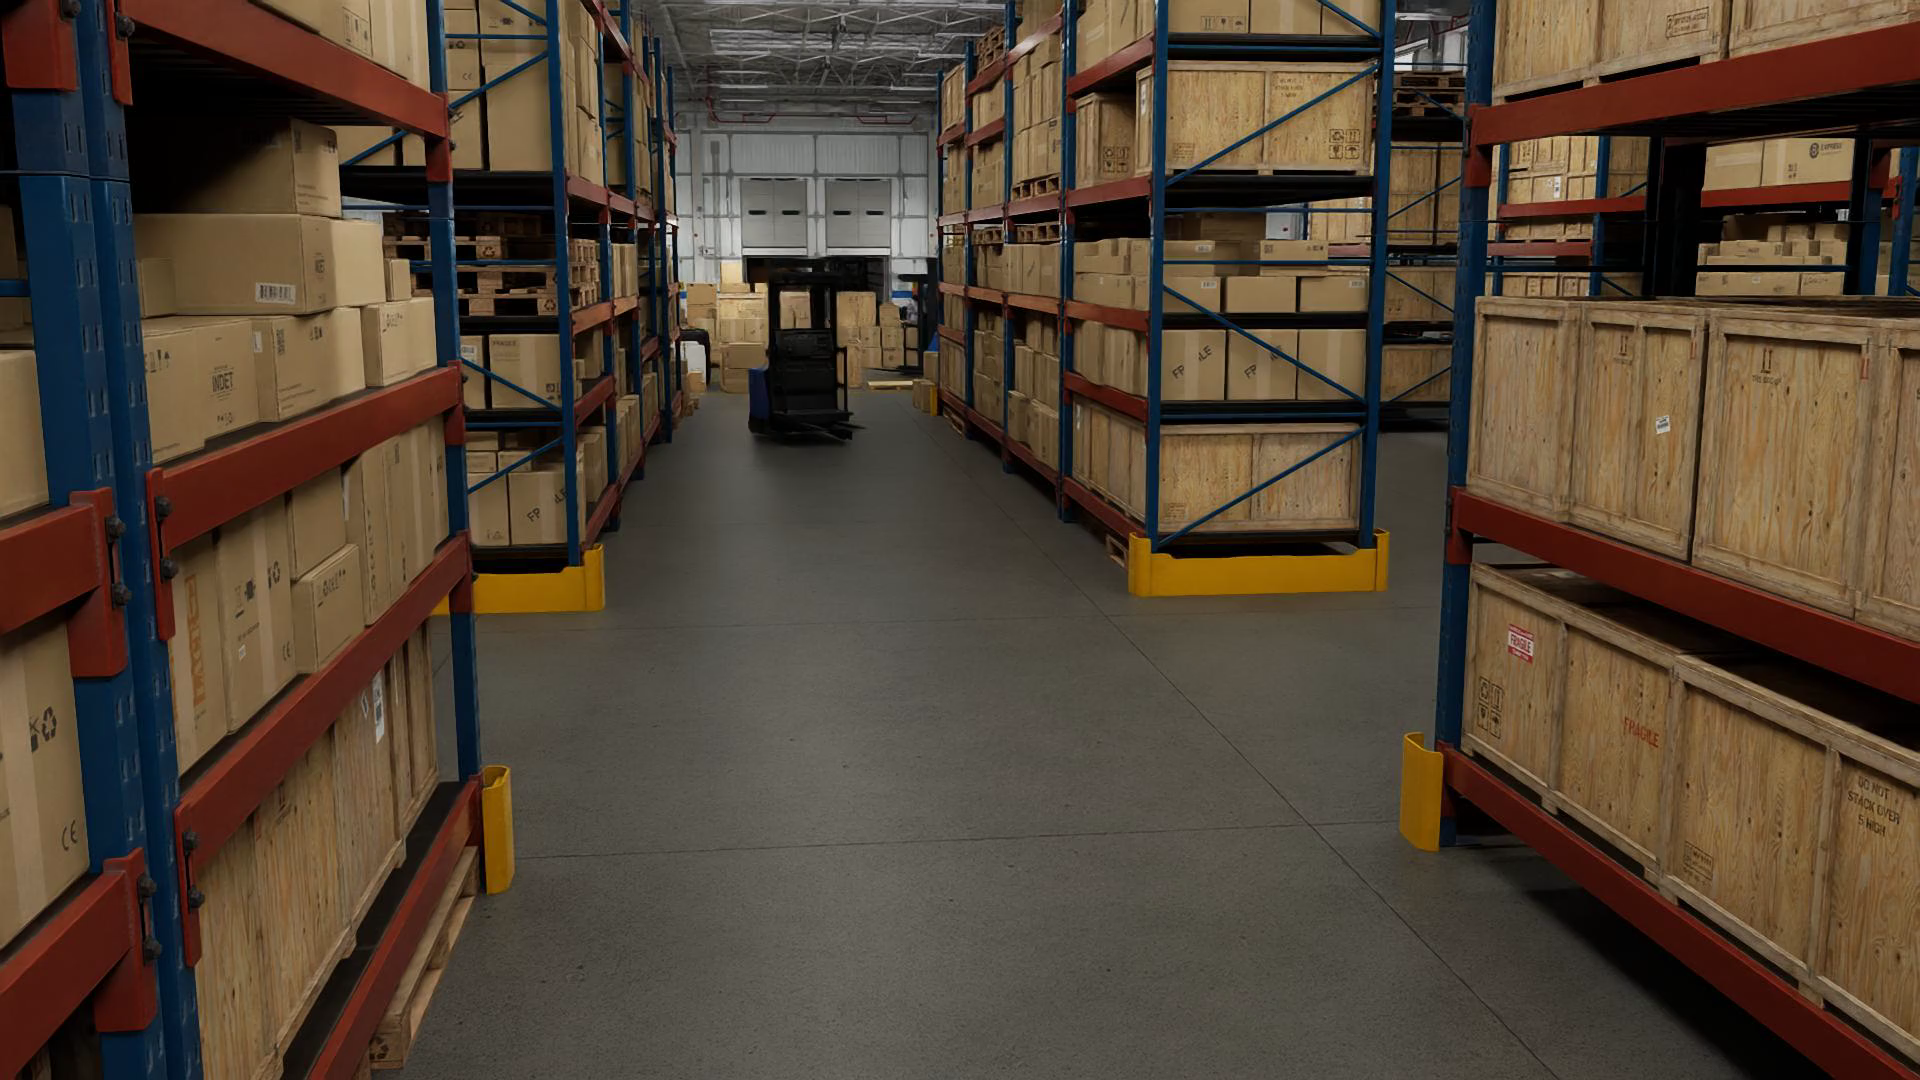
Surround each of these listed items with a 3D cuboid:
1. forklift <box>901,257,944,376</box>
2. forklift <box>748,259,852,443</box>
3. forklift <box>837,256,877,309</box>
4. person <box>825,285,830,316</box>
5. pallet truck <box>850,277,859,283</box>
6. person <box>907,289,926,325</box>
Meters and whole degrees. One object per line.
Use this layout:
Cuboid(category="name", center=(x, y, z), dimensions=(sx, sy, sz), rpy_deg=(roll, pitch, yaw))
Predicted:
Cuboid(category="forklift", center=(-0.345, -5.250, 39.129), dimensions=(1.873, 2.768, 1.129), rpy_deg=(9, 13, 41))
Cuboid(category="forklift", center=(-2.577, -3.015, 26.118), dimensions=(1.129, 2.768, 1.873), rpy_deg=(-5, 11, -25))
Cuboid(category="forklift", center=(-3.654, -8.205, 56.335), dimensions=(1.129, 2.768, 1.873), rpy_deg=(-6, 12, -33))
Cuboid(category="person", center=(-4.312, -7.414, 54.509), dimensions=(0.629, 1.931, 0.383), rpy_deg=(3, 10, 19))
Cuboid(category="pallet truck", center=(-3.782, -9.391, 65.808), dimensions=(1.885, 1.965, 0.823), rpy_deg=(2, 10, 10))
Cuboid(category="person", center=(-1.297, -6.558, 49.671), dimensions=(0.563, 1.885, 1.012), rpy_deg=(-4, 11, -22))
